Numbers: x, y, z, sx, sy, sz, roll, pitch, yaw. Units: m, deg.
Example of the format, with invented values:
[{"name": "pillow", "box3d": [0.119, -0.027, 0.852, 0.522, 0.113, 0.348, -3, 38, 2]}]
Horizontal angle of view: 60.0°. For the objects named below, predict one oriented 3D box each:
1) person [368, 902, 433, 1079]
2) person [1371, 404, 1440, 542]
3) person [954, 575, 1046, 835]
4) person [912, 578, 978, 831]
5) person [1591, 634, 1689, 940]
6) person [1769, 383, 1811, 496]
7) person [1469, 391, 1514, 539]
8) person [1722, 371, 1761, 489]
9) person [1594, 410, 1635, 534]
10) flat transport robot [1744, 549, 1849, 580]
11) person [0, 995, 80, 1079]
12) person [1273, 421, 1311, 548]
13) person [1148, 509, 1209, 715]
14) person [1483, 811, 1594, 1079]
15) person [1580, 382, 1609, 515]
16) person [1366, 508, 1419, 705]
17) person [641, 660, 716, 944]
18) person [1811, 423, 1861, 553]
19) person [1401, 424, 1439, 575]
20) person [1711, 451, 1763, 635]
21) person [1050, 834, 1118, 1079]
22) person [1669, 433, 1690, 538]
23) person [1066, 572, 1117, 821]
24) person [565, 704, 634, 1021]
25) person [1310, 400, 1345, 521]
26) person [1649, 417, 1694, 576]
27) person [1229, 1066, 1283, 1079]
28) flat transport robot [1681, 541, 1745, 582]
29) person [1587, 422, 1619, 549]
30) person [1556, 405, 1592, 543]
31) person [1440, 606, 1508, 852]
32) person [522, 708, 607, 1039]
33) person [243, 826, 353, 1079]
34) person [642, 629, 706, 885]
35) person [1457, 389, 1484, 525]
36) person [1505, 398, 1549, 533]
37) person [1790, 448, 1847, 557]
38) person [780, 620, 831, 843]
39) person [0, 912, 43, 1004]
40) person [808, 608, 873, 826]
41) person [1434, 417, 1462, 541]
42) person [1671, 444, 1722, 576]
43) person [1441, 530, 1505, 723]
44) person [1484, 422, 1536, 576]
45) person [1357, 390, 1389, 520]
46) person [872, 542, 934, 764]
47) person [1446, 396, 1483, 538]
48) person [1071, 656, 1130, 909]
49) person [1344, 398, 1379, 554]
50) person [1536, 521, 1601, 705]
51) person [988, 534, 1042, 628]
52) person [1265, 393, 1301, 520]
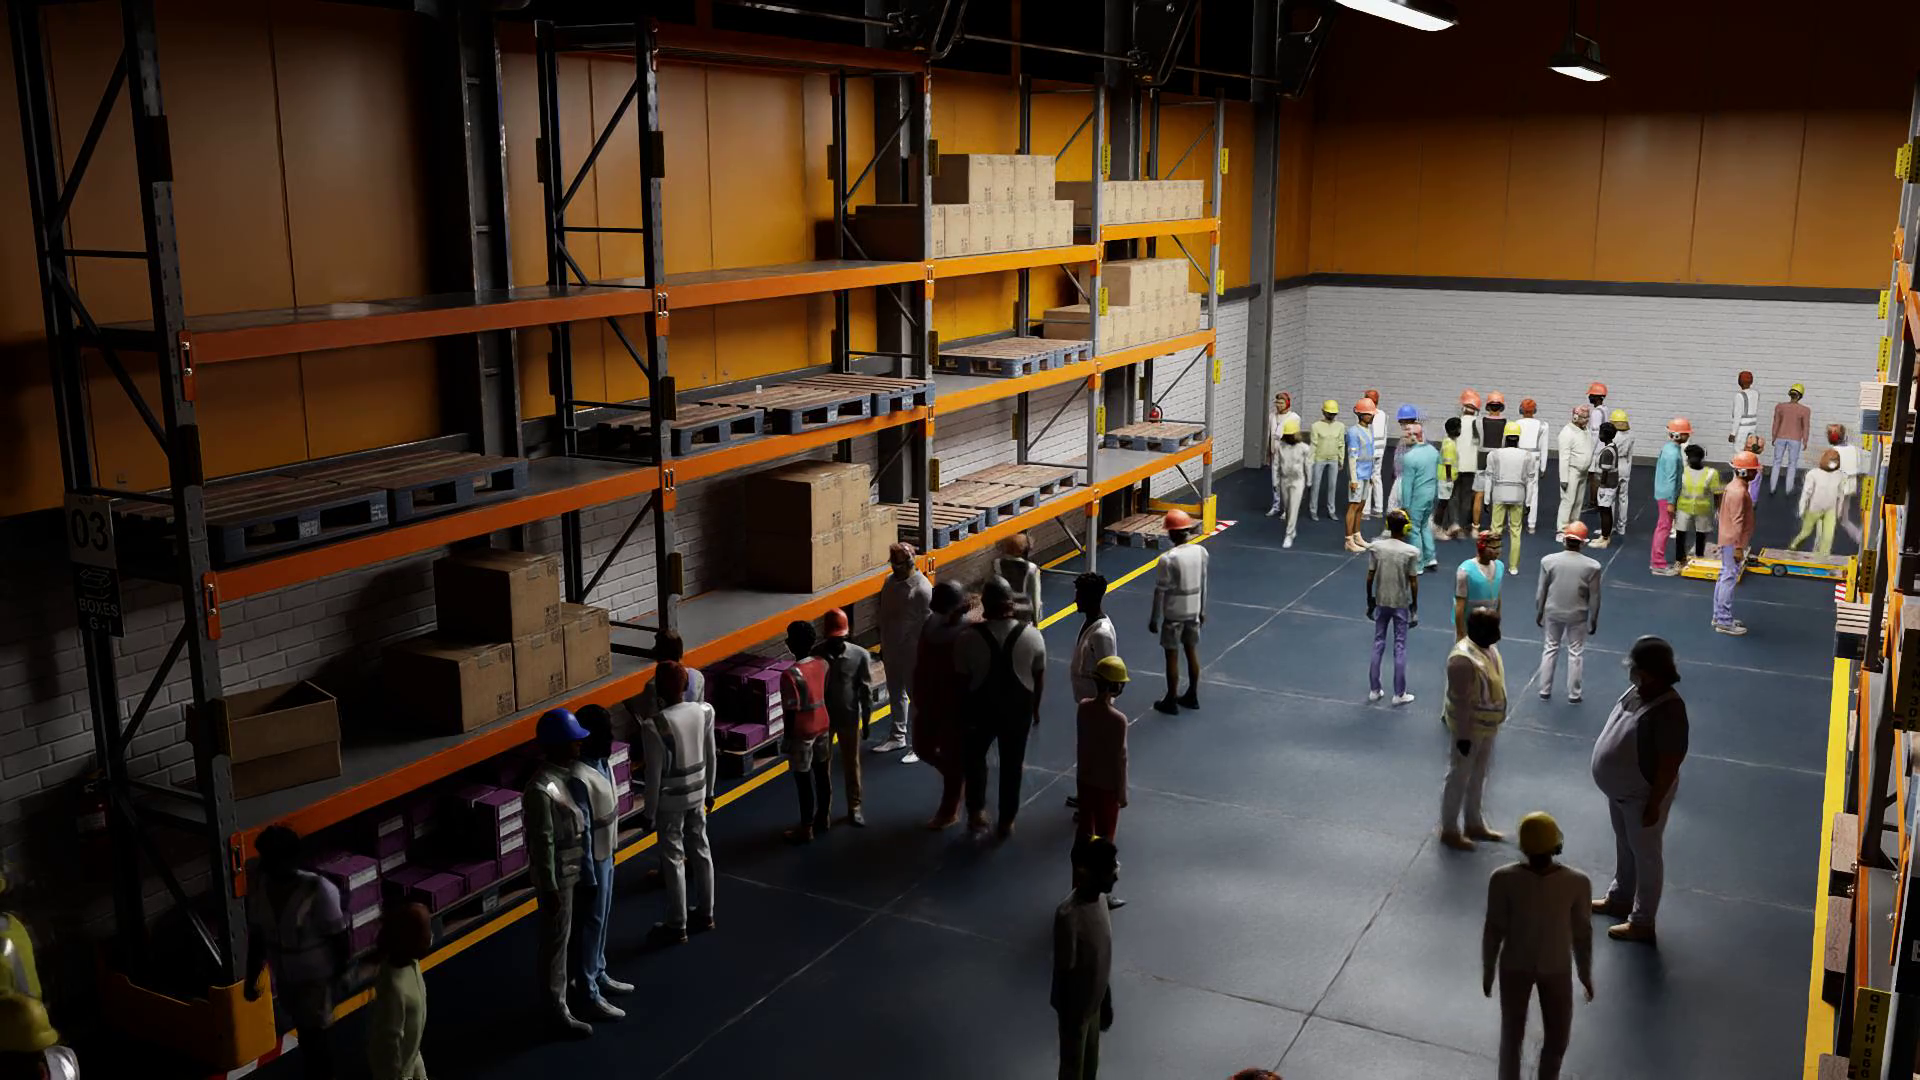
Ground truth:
[{"name": "person", "box3d": [-2.781, 2.495, 7.909, 0.622, 1.605, 0.516, -1, 13, -6]}, {"name": "person", "box3d": [6.037, -0.881, 22.343, 0.844, 1.914, 0.614, 3, 13, 12]}, {"name": "person", "box3d": [0.291, 1.240, 12.558, 0.695, 2.000, 0.536, -1, 13, -4]}, {"name": "person", "box3d": [-0.087, 1.214, 12.674, 0.594, 2.000, 0.700, -11, 17, -41]}, {"name": "person", "box3d": [4.431, 1.602, 10.937, 0.538, 2.000, 0.684, 0, 13, 1]}, {"name": "person", "box3d": [12.829, -1.551, 25.707, 0.534, 1.756, 0.342, 11, 17, 40]}, {"name": "person", "box3d": [7.227, -1.011, 22.667, 0.611, 2.032, 0.411, 3, 13, 13]}, {"name": "person", "box3d": [12.311, -1.721, 26.168, 0.574, 1.884, 0.360, -8, 15, -32]}, {"name": "person", "box3d": [9.038, -0.928, 22.953, 0.484, 1.737, 0.321, -5, 14, -21]}, {"name": "flat transport robot", "box3d": [10.589, 0.313, 20.704, 1.431, 0.197, 0.652, 7, 14, 29]}, {"name": "person", "box3d": [-3.707, 2.666, 6.665, 0.403, 1.825, 0.593, 5, 14, 21]}, {"name": "person", "box3d": [4.506, -0.804, 22.501, 0.505, 1.697, 0.896, 6, 14, 24]}, {"name": "person", "box3d": [2.020, 0.662, 15.399, 0.563, 1.927, 0.381, -8, 15, -31]}, {"name": "person", "box3d": [3.015, 2.248, 8.688, 0.557, 1.764, 0.325, 3, 13, 14]}, {"name": "person", "box3d": [9.273, -1.342, 24.350, 0.362, 1.938, 0.545, 7, 15, 30]}, {"name": "person", "box3d": [4.081, 0.624, 15.701, 0.514, 1.871, 0.327, 9, 16, 36]}, {"name": "person", "box3d": [-1.834, 1.697, 10.865, 0.338, 1.882, 0.583, 11, 17, 40]}, {"name": "person", "box3d": [11.312, -0.583, 21.279, 0.571, 1.804, 0.805, -7, 14, -29]}, {"name": "person", "box3d": [5.691, -0.507, 20.728, 0.666, 1.888, 0.413, -11, 17, -42]}, {"name": "person", "box3d": [8.458, 0.019, 18.124, 0.379, 1.996, 0.610, 4, 13, 18]}, {"name": "person", "box3d": [0.609, 2.316, 8.163, 0.328, 1.860, 0.498, 6, 14, 25]}, {"name": "person", "box3d": [9.854, -0.848, 22.853, 0.304, 1.624, 0.499, 1, 13, 3]}, {"name": "person", "box3d": [1.028, 1.203, 12.889, 0.361, 1.963, 0.613, -1, 13, -4]}, {"name": "person", "box3d": [-2.189, 1.894, 9.906, 0.376, 1.917, 0.600, 0, 13, -1]}, {"name": "person", "box3d": [5.264, -1.140, 23.851, 0.526, 1.761, 0.340, -2, 13, -7]}, {"name": "person", "box3d": [8.833, -0.541, 20.670, 0.397, 1.990, 0.619, 4, 13, 19]}, {"name": "person", "box3d": [1.133, 2.774, 6.107, 0.728, 1.843, 0.845, -6, 14, -26]}, {"name": "flat transport robot", "box3d": [9.543, 0.257, 20.955, 0.652, 0.197, 1.431, 7, 14, 29]}, {"name": "person", "box3d": [8.608, -0.730, 22.171, 0.319, 1.694, 0.532, 7, 14, 27]}, {"name": "person", "box3d": [8.281, -0.879, 22.389, 0.653, 1.894, 0.401, -12, 17, -42]}, {"name": "person", "box3d": [3.834, 1.385, 12.374, 0.429, 1.843, 0.628, 10, 16, 38]}, {"name": "person", "box3d": [-2.321, 1.921, 9.712, 0.379, 1.951, 0.606, 1, 13, 5]}, {"name": "person", "box3d": [-3.496, 2.291, 8.671, 0.548, 1.673, 0.628, 4, 13, 18]}, {"name": "person", "box3d": [-2.006, 1.526, 11.744, 0.345, 1.839, 0.510, 10, 16, 38]}, {"name": "person", "box3d": [7.215, -1.184, 23.671, 0.385, 1.929, 0.543, -6, 14, -23]}, {"name": "person", "box3d": [7.844, -1.030, 23.079, 0.589, 1.880, 0.337, 3, 13, 13]}, {"name": "person", "box3d": [10.731, -0.382, 20.818, 0.530, 1.608, 0.688, 1, 13, 4]}, {"name": "person", "box3d": [-1.163, 1.430, 12.481, 0.322, 1.697, 0.534, 7, 14, 29]}, {"name": "person", "box3d": [-4.457, 2.377, 7.743, 0.431, 1.910, 0.606, -6, 14, -24]}, {"name": "person", "box3d": [-0.949, 1.355, 12.721, 0.565, 1.741, 0.359, 0, 13, -2]}, {"name": "person", "box3d": [6.652, -0.842, 22.680, 0.321, 1.690, 0.534, 4, 13, 16]}, {"name": "person", "box3d": [9.115, -0.370, 20.608, 0.570, 1.672, 0.439, 6, 14, 26]}, {"name": "person", "box3d": [4.661, 0.793, 15.047, 0.578, 1.832, 0.405, -8, 15, -32]}, {"name": "person", "box3d": [6.816, -0.512, 20.683, 0.586, 1.920, 0.397, 3, 13, 14]}, {"name": "person", "box3d": [5.933, -1.230, 24.023, 0.581, 1.871, 0.390, -8, 15, -32]}, {"name": "person", "box3d": [-0.485, 0.947, 14.183, 0.410, 1.905, 0.641, -11, 17, -40]}, {"name": "person", "box3d": [6.911, -0.984, 22.738, 0.662, 1.944, 0.677, 0, 13, 0]}, {"name": "person", "box3d": [0.984, 1.650, 11.388, 0.374, 1.752, 0.523, -7, 14, -29]}, {"name": "person", "box3d": [5.304, -0.856, 21.935, 0.375, 2.044, 0.607, 9, 15, 34]}, {"name": "person", "box3d": [5.753, 0.682, 15.734, 0.586, 1.743, 0.359, 8, 15, 31]}, {"name": "person", "box3d": [0.493, 0.745, 15.802, 0.557, 1.603, 0.719, 2, 13, 8]}, {"name": "person", "box3d": [4.680, -1.222, 24.044, 0.388, 1.838, 0.563, -9, 15, -35]}]
